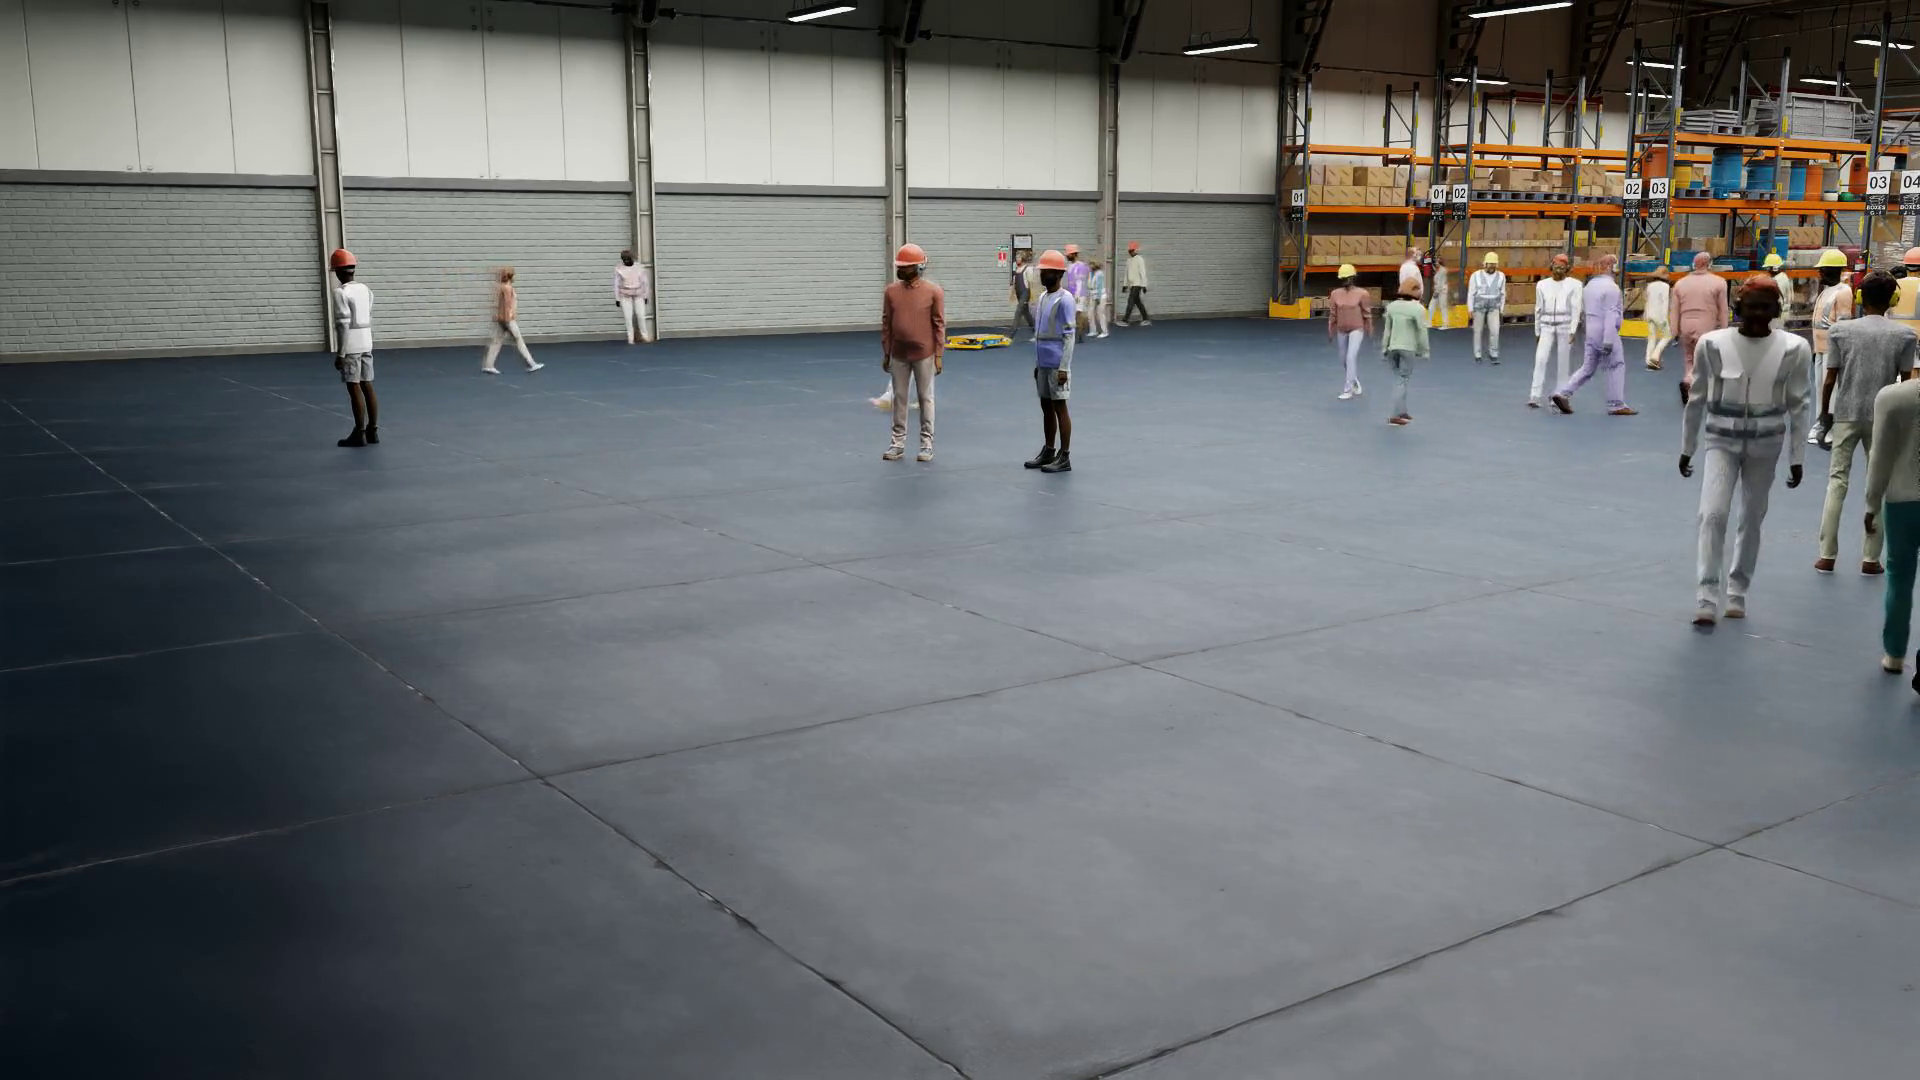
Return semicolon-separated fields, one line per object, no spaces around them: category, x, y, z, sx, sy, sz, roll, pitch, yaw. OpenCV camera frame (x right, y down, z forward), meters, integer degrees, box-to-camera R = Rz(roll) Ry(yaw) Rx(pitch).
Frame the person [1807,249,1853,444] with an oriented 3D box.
person;8.643;-1.917;16.575;0.370;1.929;0.585;2;10;10

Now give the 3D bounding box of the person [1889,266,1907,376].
person;11.600;-2.550;20.681;0.541;1.695;0.316;2;10;9

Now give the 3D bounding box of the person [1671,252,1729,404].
person;8.990;-2.571;20.294;0.779;1.878;0.649;-9;13;-40

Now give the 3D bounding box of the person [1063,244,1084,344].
person;2.202;-4.731;32.056;0.434;1.916;0.569;-6;12;-32

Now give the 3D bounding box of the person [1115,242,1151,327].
person;4.038;-5.886;38.314;1.039;1.944;0.645;-5;11;-26

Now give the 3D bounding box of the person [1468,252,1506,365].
person;8.510;-3.726;26.854;0.616;1.802;0.782;1;10;7

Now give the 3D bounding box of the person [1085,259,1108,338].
person;2.805;-4.916;33.879;0.560;1.605;0.531;-5;12;-27

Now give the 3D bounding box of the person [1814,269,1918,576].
person;5.498;-0.705;10.130;0.512;1.861;0.314;5;11;24

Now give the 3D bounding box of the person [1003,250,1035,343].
person;1.217;-4.721;32.317;0.980;1.799;0.533;-5;12;-28

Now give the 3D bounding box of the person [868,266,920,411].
person;-0.725;-2.417;19.639;0.880;1.807;0.655;-3;11;-15

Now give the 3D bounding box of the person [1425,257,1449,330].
person;10.520;-5.449;36.818;0.729;1.613;0.518;0;10;0

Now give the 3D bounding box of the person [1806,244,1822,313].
person;23.195;-7.085;45.099;0.527;1.857;0.542;-7;13;-34

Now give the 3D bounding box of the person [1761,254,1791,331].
person;11.879;-3.292;24.468;0.741;1.795;0.604;5;12;27

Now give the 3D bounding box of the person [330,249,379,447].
person;-5.988;-1.881;16.371;0.376;1.933;0.544;2;11;13

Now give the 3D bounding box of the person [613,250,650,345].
person;-6.288;-4.625;31.774;0.651;1.804;0.470;-3;11;-17

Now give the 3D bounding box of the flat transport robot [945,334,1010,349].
flat transport robot;0.314;-3.689;30.838;0.652;0.197;1.431;6;12;28

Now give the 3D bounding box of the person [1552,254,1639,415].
person;7.378;-2.365;19.227;0.892;1.864;0.653;-1;10;-7

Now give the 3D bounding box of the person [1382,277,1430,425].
person;4.940;-2.068;18.248;0.623;1.609;0.536;-7;12;-33

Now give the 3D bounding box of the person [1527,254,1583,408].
person;7.137;-2.495;19.987;0.565;1.845;0.885;7;12;33

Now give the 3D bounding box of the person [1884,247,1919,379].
person;10.382;-2.223;18.211;0.340;1.942;0.551;-8;13;-36

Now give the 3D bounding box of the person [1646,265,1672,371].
person;10.748;-3.415;25.610;0.373;1.611;0.517;-3;11;-14

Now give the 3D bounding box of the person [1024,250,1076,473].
person;0.800;-1.565;14.607;0.347;1.942;0.549;-5;11;-26

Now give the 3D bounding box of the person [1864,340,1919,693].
person;4.415;-0.171;7.572;0.530;1.738;0.783;6;12;31

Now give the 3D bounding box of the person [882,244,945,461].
person;-0.443;-1.718;15.320;0.610;1.989;0.391;4;11;21

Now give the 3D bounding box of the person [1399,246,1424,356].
person;7.810;-4.131;28.816;0.468;1.887;0.664;0;10;0

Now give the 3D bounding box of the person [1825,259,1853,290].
person;16.903;-4.592;31.952;0.818;1.652;0.550;-9;13;-39

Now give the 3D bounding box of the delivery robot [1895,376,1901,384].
delivery robot;10.715;-1.697;18.879;0.707;0.478;0.477;-9;14;-41

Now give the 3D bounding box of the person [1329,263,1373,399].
person;5.037;-2.686;21.345;0.561;1.729;0.768;8;13;36

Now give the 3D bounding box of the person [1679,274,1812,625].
person;4.117;-0.452;8.744;0.609;1.850;0.861;5;11;24

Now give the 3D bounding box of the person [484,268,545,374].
person;-6.781;-3.293;25.043;0.913;1.585;0.530;-5;11;-24
